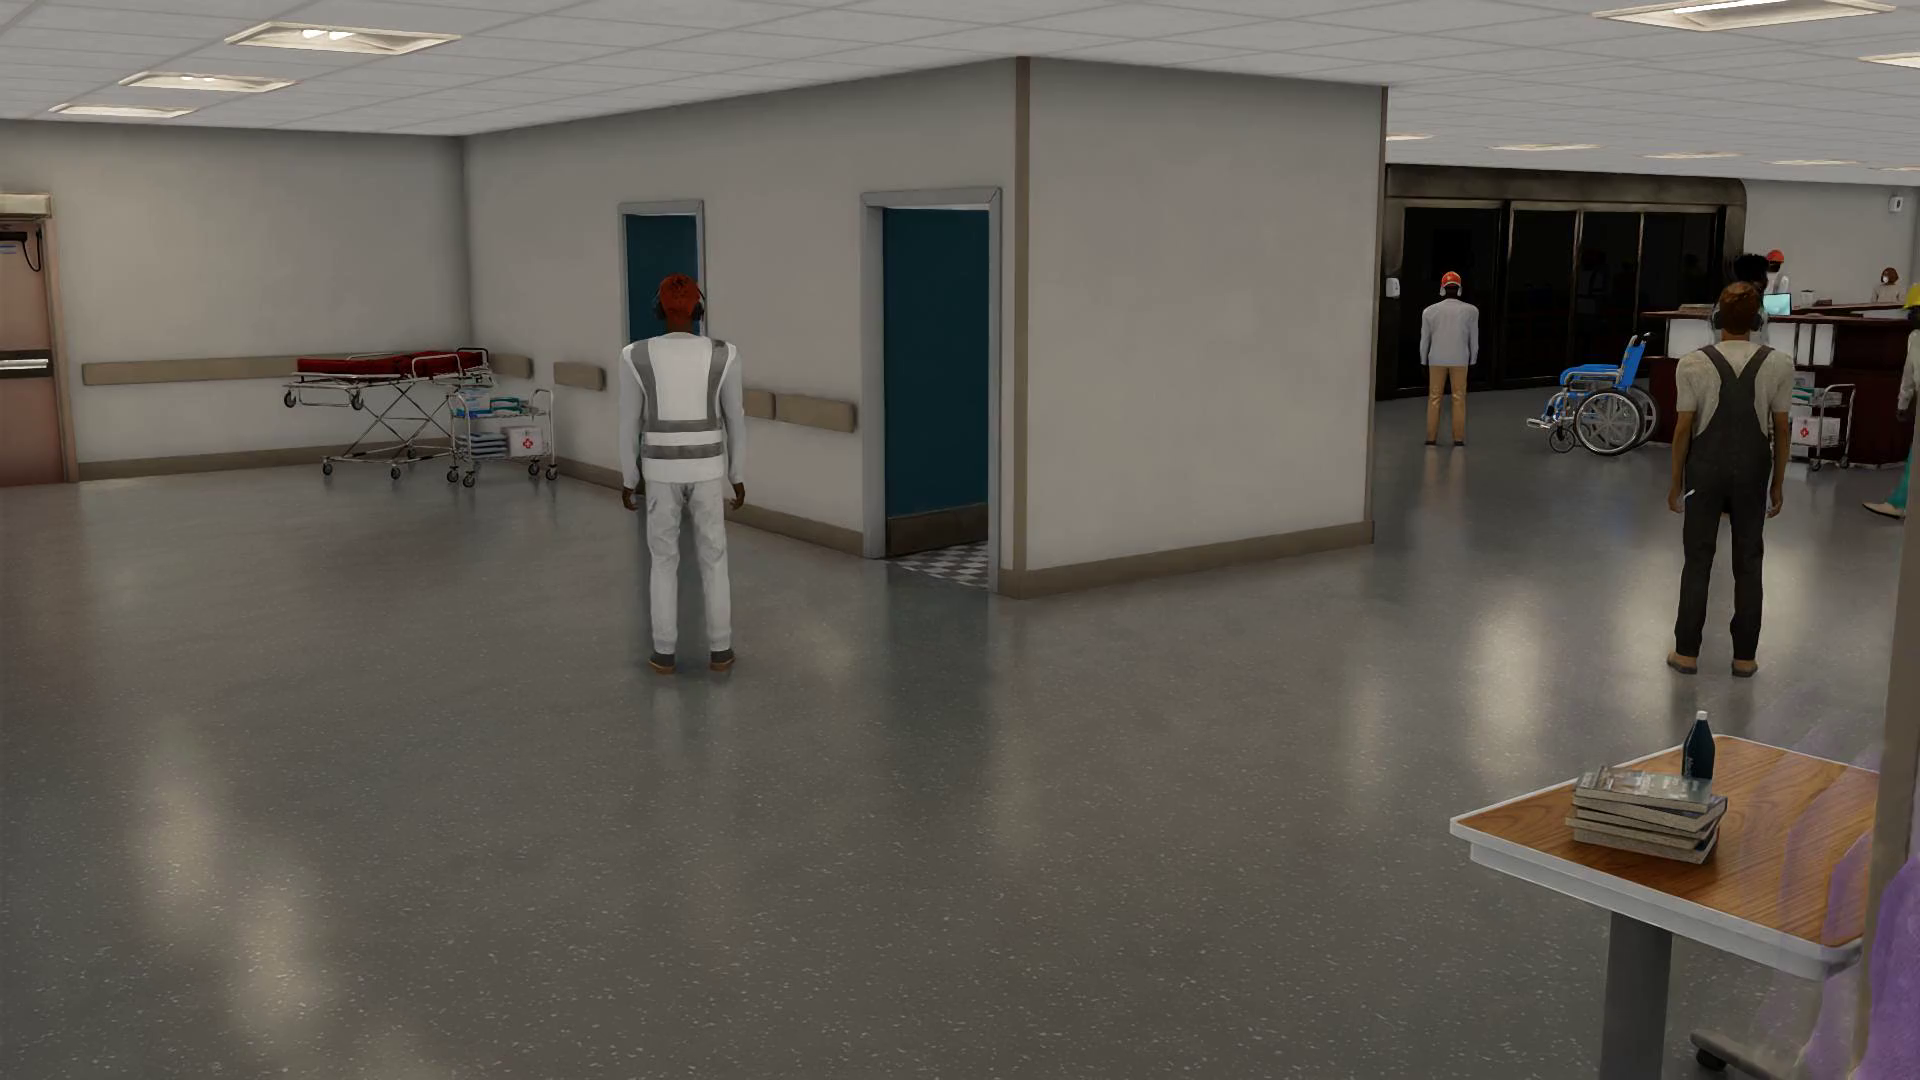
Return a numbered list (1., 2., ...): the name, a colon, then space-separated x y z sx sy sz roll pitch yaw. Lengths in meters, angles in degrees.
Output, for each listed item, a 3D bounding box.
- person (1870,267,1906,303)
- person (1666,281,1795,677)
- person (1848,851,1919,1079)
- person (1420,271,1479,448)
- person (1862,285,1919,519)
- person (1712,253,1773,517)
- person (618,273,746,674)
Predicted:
1. person: 15.038 -3.603 27.012 0.509 1.632 0.271 9 14 42
2. person: 3.577 -0.275 7.767 0.508 1.846 0.345 3 11 17
3. person: 0.977 0.814 1.340 0.639 1.978 1.035 -4 11 -21
4. person: 4.859 -1.791 16.546 0.564 1.743 0.352 3 11 16
5. person: 7.073 -0.986 12.116 0.909 1.715 0.549 1 10 3
6. person: 5.735 -1.128 12.250 0.614 1.950 0.447 -6 12 -32
7. person: -1.300 -0.305 7.831 0.586 1.882 0.341 -2 10 -12
